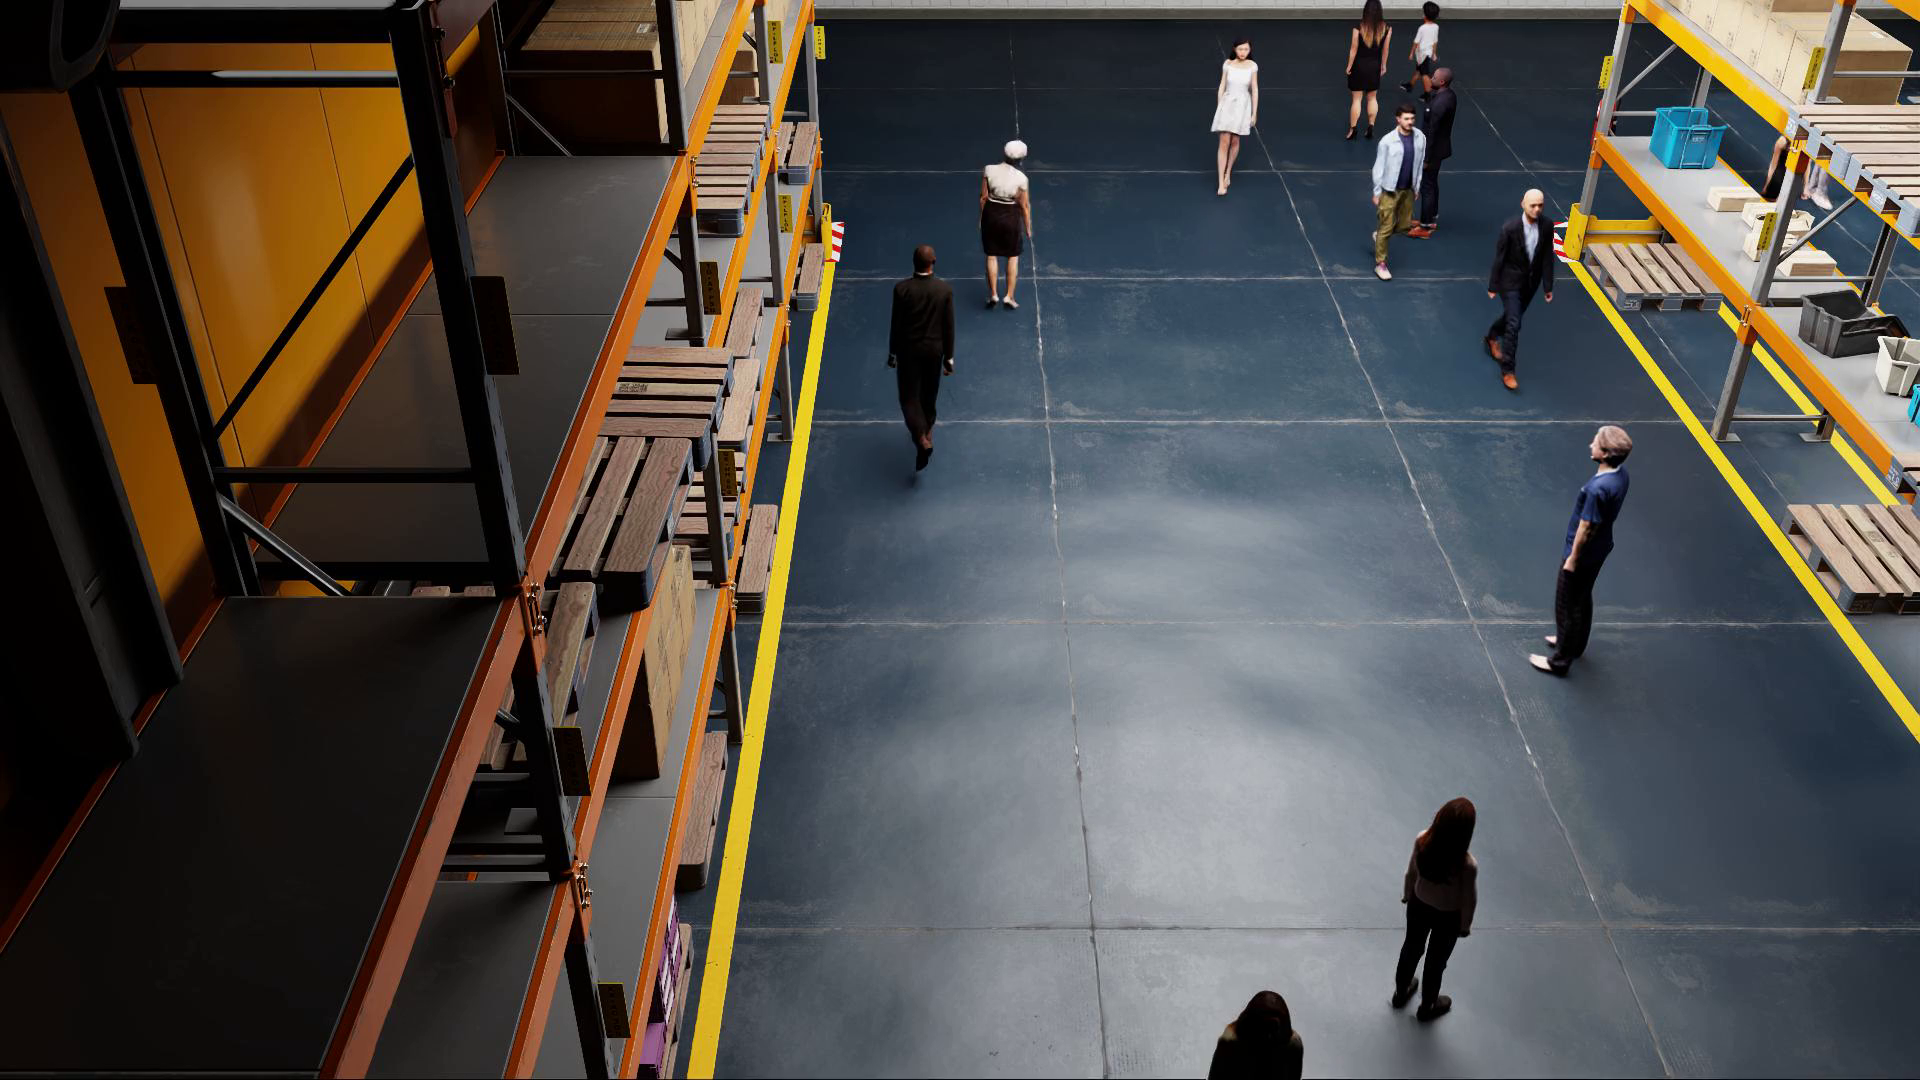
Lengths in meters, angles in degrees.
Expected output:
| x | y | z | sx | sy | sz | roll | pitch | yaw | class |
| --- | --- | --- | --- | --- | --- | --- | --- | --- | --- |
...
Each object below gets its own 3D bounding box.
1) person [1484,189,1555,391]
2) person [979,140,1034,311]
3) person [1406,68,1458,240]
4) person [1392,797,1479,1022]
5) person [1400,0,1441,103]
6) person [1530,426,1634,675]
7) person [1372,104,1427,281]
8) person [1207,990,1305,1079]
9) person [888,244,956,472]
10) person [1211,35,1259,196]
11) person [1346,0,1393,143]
| x | y | z | sx | sy | sz | roll | pitch | yaw | class |
| --- | --- | --- | --- | --- | --- | --- | --- | --- | --- |
| 5.046 | -2.358 | 15.078 | 0.806 | 1.775 | 1.200 | -6 | 34 | -8 | person |
| 0.395 | -3.056 | 16.171 | 0.746 | 1.727 | 0.681 | 0 | 34 | 0 | person |
| 5.049 | -4.122 | 17.693 | 0.826 | 1.818 | 0.685 | 13 | 36 | 18 | person |
| 2.525 | 1.962 | 8.842 | 0.607 | 1.484 | 0.665 | 29 | 43 | 36 | person |
| 6.025 | -6.269 | 21.455 | 0.753 | 1.229 | 0.937 | -16 | 37 | -23 | person |
| 4.286 | 0.069 | 11.344 | 0.799 | 1.867 | 0.694 | 21 | 39 | 29 | person |
| 4.394 | -3.576 | 16.887 | 0.814 | 1.801 | 0.934 | -9 | 35 | -13 | person |
| 1.388 | 2.607 | 7.905 | 0.675 | 1.447 | 0.915 | 6 | 34 | 8 | person |
| -0.316 | -1.488 | 13.679 | 0.879 | 1.875 | 1.246 | -7 | 34 | -10 | person |
| 3.114 | -4.847 | 18.840 | 0.721 | 1.757 | 0.975 | 4 | 34 | 7 | person |
| 4.927 | -5.692 | 20.148 | 0.686 | 1.715 | 0.636 | -4 | 34 | -6 | person |
